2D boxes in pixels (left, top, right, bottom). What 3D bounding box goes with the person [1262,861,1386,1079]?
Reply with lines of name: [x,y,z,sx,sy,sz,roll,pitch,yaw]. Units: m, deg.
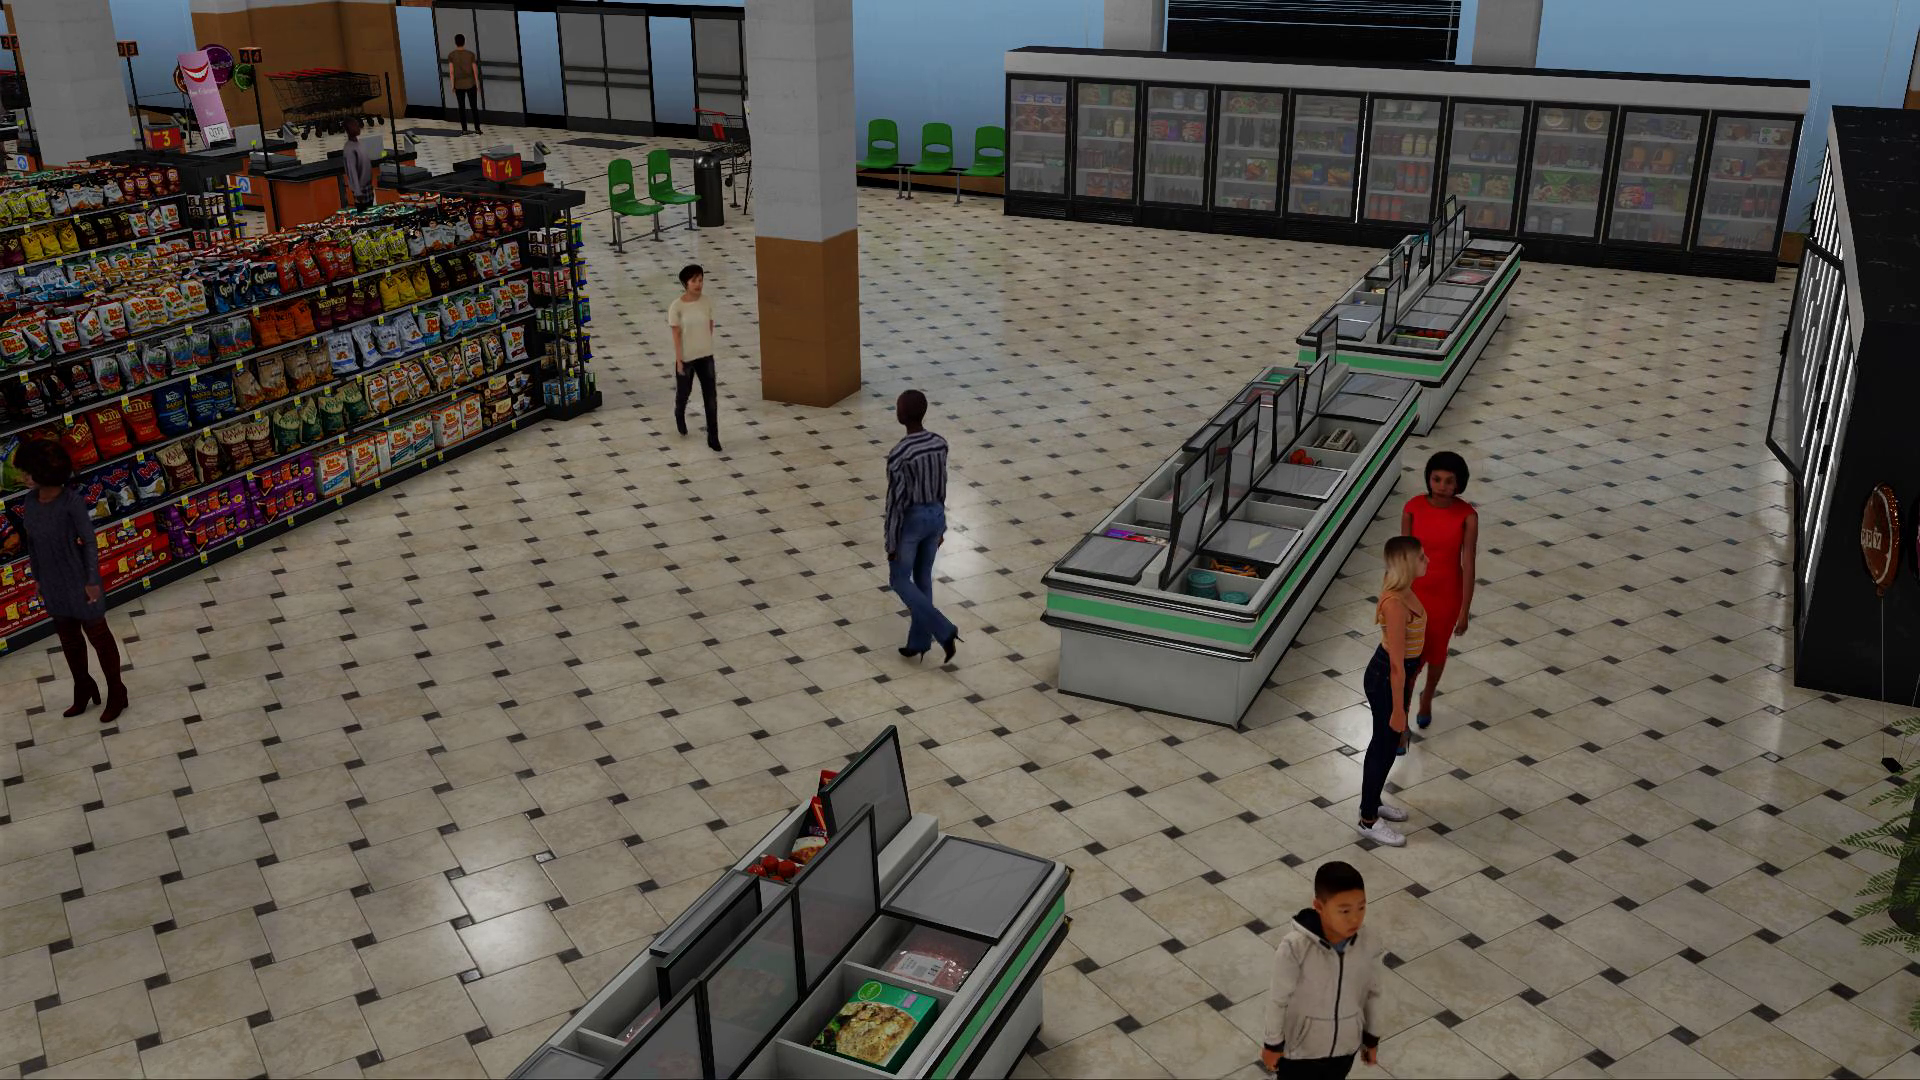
person: [1.261,1.774,6.067,0.728,1.448,0.787,-7,23,-17]

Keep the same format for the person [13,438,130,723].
person: [-5.103,0.233,9.548,0.611,1.712,0.551,7,23,16]

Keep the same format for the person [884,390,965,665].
person: [-0.183,-0.015,10.075,0.861,1.780,0.888,20,29,41]

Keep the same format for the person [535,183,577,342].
person: [-4.266,-2.875,17.340,0.741,1.671,0.671,14,26,31]

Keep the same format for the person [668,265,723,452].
person: [-2.310,-1.559,14.223,1.022,1.552,1.029,-10,24,-24]

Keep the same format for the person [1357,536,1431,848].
person: [2.176,0.739,8.400,0.649,1.629,0.489,7,23,17]

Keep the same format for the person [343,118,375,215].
person: [-7.655,-4.484,21.208,0.749,1.772,0.617,0,22,1]

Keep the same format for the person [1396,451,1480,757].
person: [2.667,0.320,9.330,0.629,1.714,0.998,8,23,19]

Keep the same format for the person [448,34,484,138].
person: [-9.270,-8.515,31.133,0.743,1.851,0.781,-5,23,-13]
